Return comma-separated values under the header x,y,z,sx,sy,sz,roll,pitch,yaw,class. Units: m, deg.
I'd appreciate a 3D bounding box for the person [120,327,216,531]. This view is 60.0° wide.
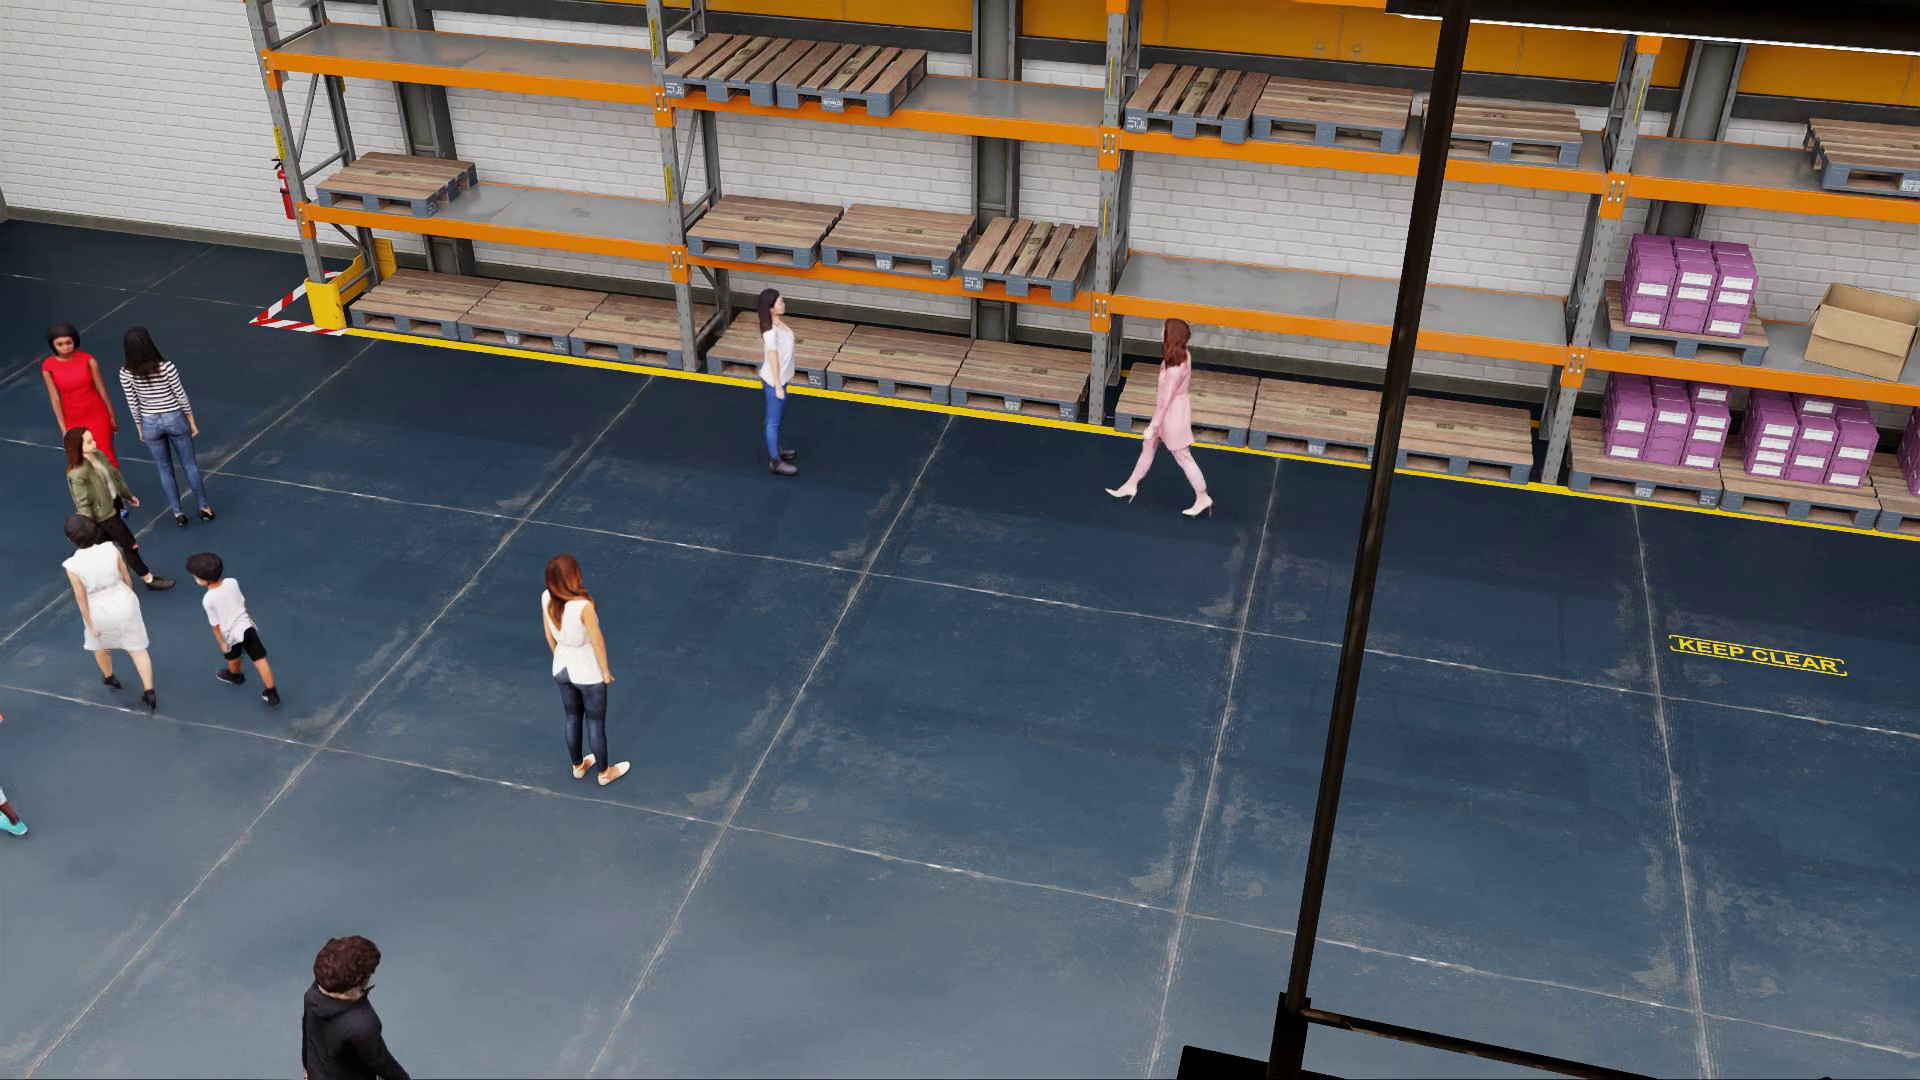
x,y,z,sx,sy,sz,roll,pitch,yaw,class
-6.399,-0.895,13.397,0.602,1.796,0.716,-10,35,-14,person

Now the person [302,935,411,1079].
x,y,z,sx,sy,sz,roll,pitch,yaw,class
-3.062,2.681,8.089,0.992,1.717,0.964,22,39,29,person

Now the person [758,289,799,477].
x,y,z,sx,sy,sz,roll,pitch,yaw,class
-1.576,-1.355,14.190,0.633,1.684,0.661,-2,34,-3,person

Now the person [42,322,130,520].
x,y,z,sx,sy,sz,roll,pitch,yaw,class
-7.150,-1.001,13.614,0.853,1.732,0.906,-17,37,-24,person

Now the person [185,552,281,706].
x,y,z,sx,sy,sz,roll,pitch,yaw,class
-5.024,0.634,11.613,0.935,1.224,0.681,22,39,29,person

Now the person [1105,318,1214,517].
x,y,z,sx,sy,sz,roll,pitch,yaw,class
1.816,-0.928,13.491,1.150,1.748,0.700,5,34,7,person

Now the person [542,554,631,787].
x,y,z,sx,sy,sz,roll,pitch,yaw,class
-2.476,0.850,10.781,0.523,1.785,0.683,15,37,21,person

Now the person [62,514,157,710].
x,y,z,sx,sy,sz,roll,pitch,yaw,class
-5.821,0.530,11.491,0.805,1.532,0.919,-27,42,-34,person

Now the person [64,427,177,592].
x,y,z,sx,sy,sz,roll,pitch,yaw,class
-6.597,-0.216,12.692,1.070,1.445,0.789,-2,34,-2,person
